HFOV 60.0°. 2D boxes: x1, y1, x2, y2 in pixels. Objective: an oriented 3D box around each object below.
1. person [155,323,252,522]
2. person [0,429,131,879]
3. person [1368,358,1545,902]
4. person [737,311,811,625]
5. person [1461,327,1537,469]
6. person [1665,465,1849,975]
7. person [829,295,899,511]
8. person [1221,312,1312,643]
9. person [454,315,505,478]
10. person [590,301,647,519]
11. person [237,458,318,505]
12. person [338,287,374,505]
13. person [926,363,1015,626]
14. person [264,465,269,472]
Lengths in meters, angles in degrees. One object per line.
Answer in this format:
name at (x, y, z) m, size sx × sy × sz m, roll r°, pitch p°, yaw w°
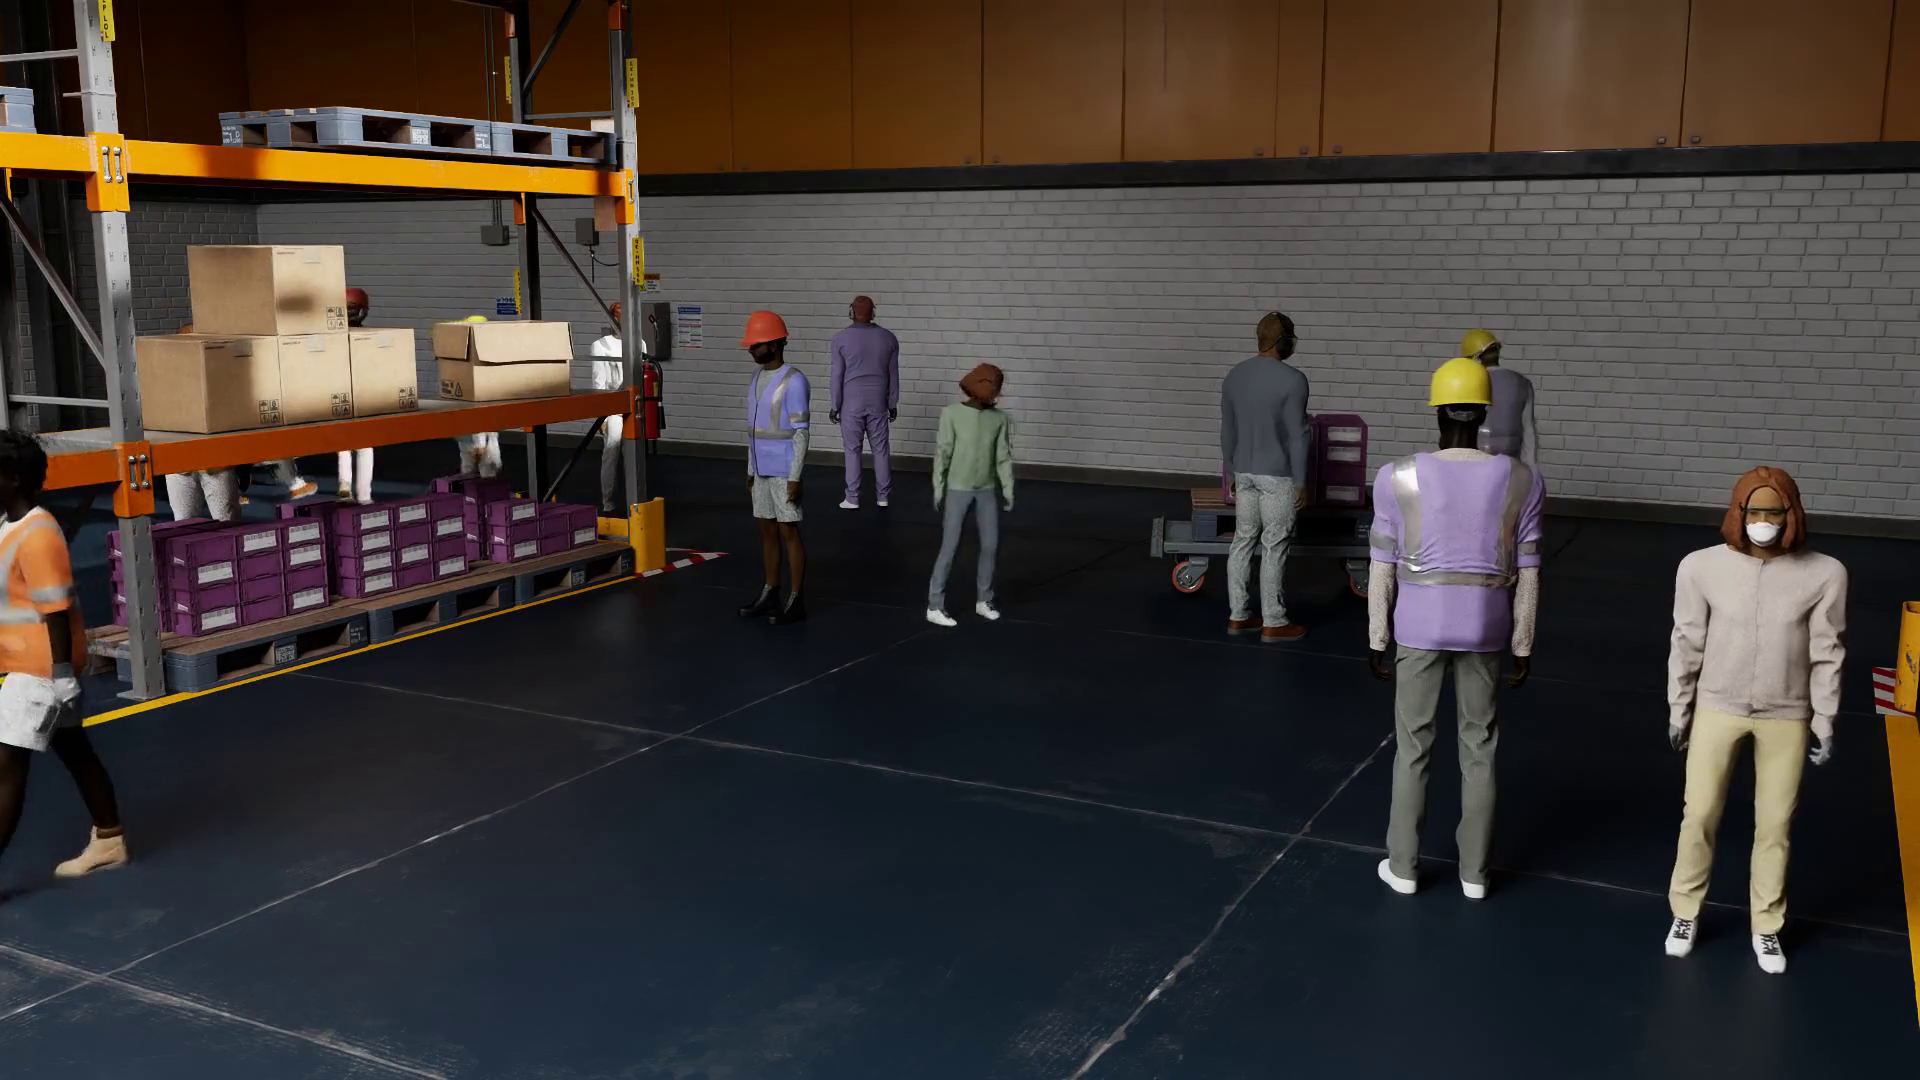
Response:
person at (-4.874, -0.470, 10.705) m, size 0.626 × 1.836 × 0.428 m, roll -1°, pitch 10°, yaw -3°
person at (-3.370, 0.451, 5.868) m, size 0.742 × 1.666 × 0.544 m, roll -7°, pitch 12°, yaw -34°
person at (1.736, 0.319, 5.897) m, size 0.588 × 1.919 × 0.401 m, roll 1°, pitch 10°, yaw 8°
person at (-1.156, -0.439, 10.243) m, size 0.374 × 1.929 × 0.542 m, roll -8°, pitch 13°, yaw -40°
person at (3.555, -0.518, 11.107) m, size 0.637 × 1.789 × 0.702 m, roll -1°, pitch 10°, yaw -5°
person at (2.520, 0.569, 5.301) m, size 0.502 × 1.624 × 0.280 m, roll 4°, pitch 10°, yaw 21°
person at (-0.863, -1.217, 14.809) m, size 0.651 × 1.906 × 0.403 m, roll -4°, pitch 11°, yaw -22°
person at (1.806, -0.370, 9.810) m, size 0.352 × 1.937 × 0.635 m, roll -7°, pitch 12°, yaw -36°
person at (-3.798, -0.829, 12.874) m, size 0.733 × 1.809 × 0.596 m, roll -7°, pitch 12°, yaw -34°
person at (-2.863, -1.080, 14.105) m, size 0.351 × 1.880 × 0.576 m, roll 8°, pitch 13°, yaw 38°
person at (-6.378, -1.260, 15.158) m, size 0.663 × 1.885 × 0.961 m, roll 4°, pitch 11°, yaw 22°
person at (-5.356, -1.244, 14.755) m, size 0.662 × 1.973 × 0.436 m, roll 0°, pitch 10°, yaw -1°
person at (0.070, -0.288, 10.294) m, size 0.550 × 1.612 × 0.305 m, roll -6°, pitch 11°, yaw -29°
person at (-7.452, -1.612, 17.167) m, size 0.857 × 1.891 × 0.594 m, roll 0°, pitch 10°, yaw -3°
